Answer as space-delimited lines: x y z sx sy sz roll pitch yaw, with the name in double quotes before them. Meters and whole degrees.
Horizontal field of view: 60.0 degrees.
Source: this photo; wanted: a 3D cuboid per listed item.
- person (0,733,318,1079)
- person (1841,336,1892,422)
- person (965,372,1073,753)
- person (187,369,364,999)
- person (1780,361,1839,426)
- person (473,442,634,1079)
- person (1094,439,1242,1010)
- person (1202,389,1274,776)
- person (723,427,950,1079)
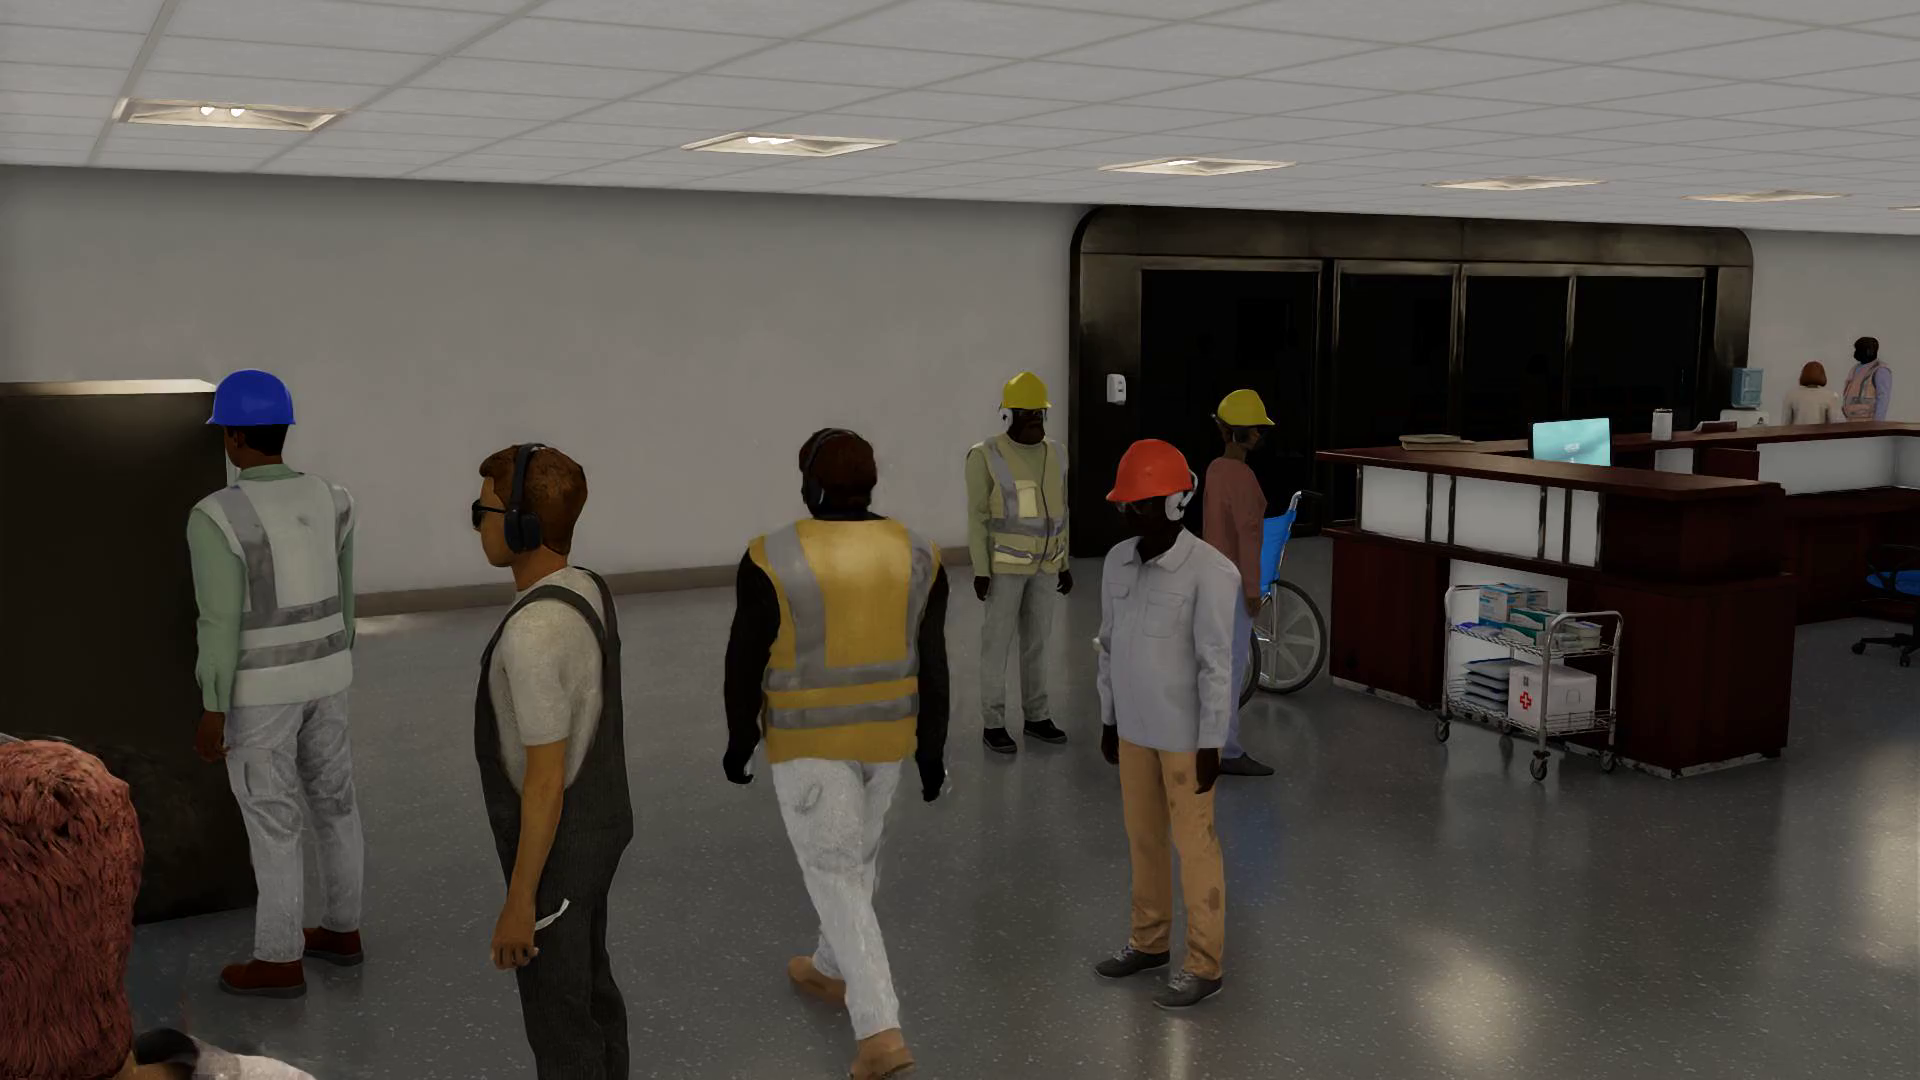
"person" -0.588 1.049 1.155 0.972 1.867 0.654 0 8 3
"person" 9.966 -1.321 18.360 0.429 1.841 0.634 0 8 -1
"person" 0.309 0.103 8.082 0.587 1.833 0.404 -5 9 -34
"person" -2.130 0.445 5.186 0.399 1.949 0.605 4 9 24
"person" 8.317 -0.933 16.311 0.528 1.631 0.325 5 9 30
"person" -0.903 0.706 3.659 0.344 1.847 0.504 0 8 1
"person" 0.606 0.557 5.127 0.359 1.743 0.559 -6 10 -36
"person" 1.271 0.191 7.683 0.325 1.769 0.524 -1 8 -9
"person" -0.312 0.583 4.742 0.616 1.808 0.964 -5 9 -31
